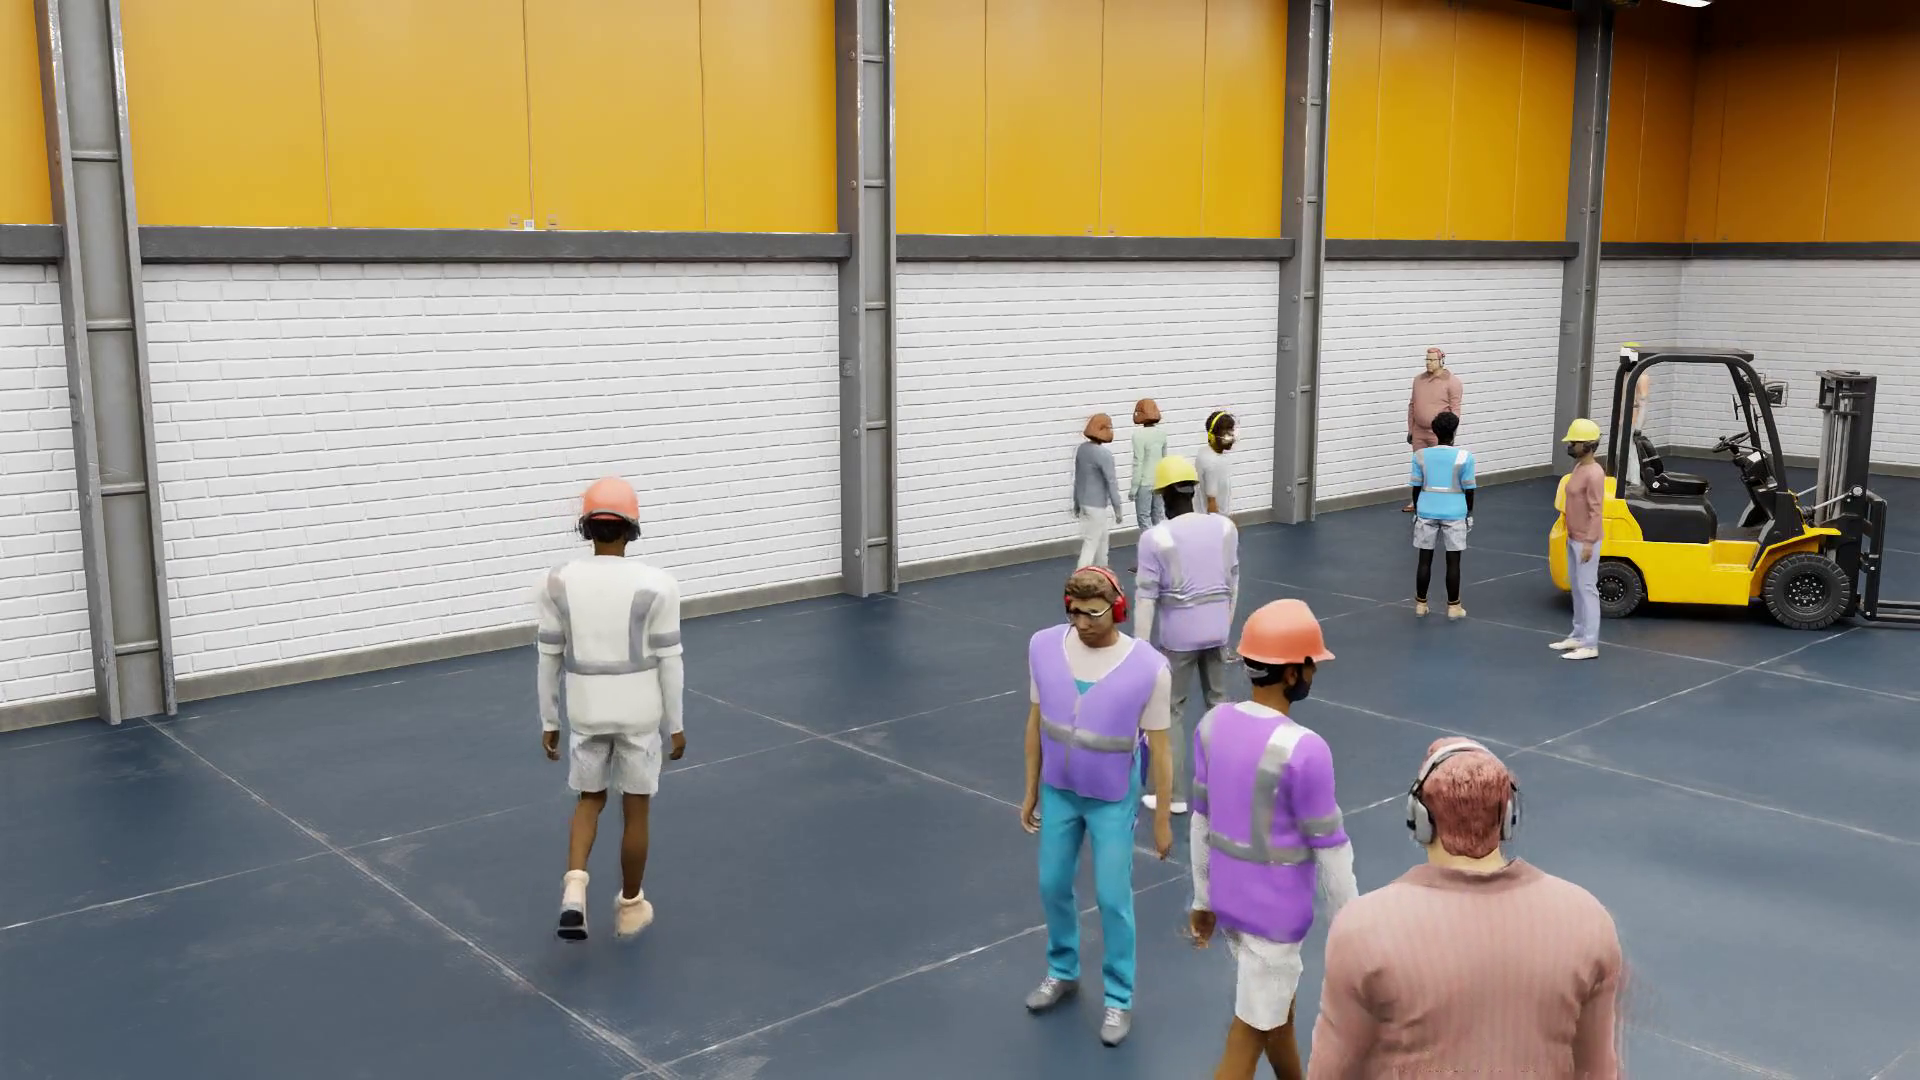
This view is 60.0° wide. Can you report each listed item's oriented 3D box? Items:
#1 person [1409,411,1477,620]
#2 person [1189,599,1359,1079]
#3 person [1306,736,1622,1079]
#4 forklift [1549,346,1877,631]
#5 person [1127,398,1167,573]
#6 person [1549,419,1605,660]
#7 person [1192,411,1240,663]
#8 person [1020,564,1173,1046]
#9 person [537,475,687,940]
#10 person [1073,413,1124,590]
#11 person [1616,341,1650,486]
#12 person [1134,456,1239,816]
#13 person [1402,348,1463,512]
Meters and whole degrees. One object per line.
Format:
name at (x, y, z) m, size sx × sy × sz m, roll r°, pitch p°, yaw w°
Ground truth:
person at (3.913, -0.197, 13.495) m, size 0.534 × 1.698 × 0.318 m, roll 6°, pitch 11°, yaw 30°
person at (1.033, 1.124, 5.188) m, size 0.729 × 1.918 × 0.559 m, roll -4°, pitch 11°, yaw -23°
person at (1.105, 1.373, 3.744) m, size 0.681 × 1.888 × 0.458 m, roll -1°, pitch 10°, yaw -5°
forklift at (6.109, -0.478, 13.691) m, size 2.313 × 2.155 × 1.214 m, roll 3°, pitch 10°, yaw 16°
person at (1.742, -0.501, 15.461) m, size 0.266 × 1.631 × 0.507 m, roll 8°, pitch 13°, yaw 40°
person at (4.534, -0.006, 12.180) m, size 0.325 × 1.767 × 0.533 m, roll 1°, pitch 10°, yaw 5°
person at (1.822, -0.025, 12.145) m, size 0.325 × 1.832 × 0.554 m, roll 0°, pitch 10°, yaw -1°
person at (0.522, 0.973, 6.273) m, size 0.630 × 1.823 × 0.480 m, roll 5°, pitch 11°, yaw 29°
person at (-1.478, 0.744, 7.023) m, size 0.614 × 2.026 × 0.581 m, roll 1°, pitch 10°, yaw 6°
person at (1.240, -0.283, 14.259) m, size 0.697 × 1.607 × 0.523 m, roll -5°, pitch 11°, yaw -26°
person at (8.022, -1.417, 19.970) m, size 0.386 × 1.923 × 0.594 m, roll -1°, pitch 10°, yaw -4°
person at (1.202, 0.513, 8.745) m, size 0.659 × 1.898 × 0.528 m, roll -4°, pitch 11°, yaw -23°
person at (5.374, -1.236, 18.973) m, size 0.408 × 1.908 × 0.642 m, roll -9°, pitch 13°, yaw -42°
